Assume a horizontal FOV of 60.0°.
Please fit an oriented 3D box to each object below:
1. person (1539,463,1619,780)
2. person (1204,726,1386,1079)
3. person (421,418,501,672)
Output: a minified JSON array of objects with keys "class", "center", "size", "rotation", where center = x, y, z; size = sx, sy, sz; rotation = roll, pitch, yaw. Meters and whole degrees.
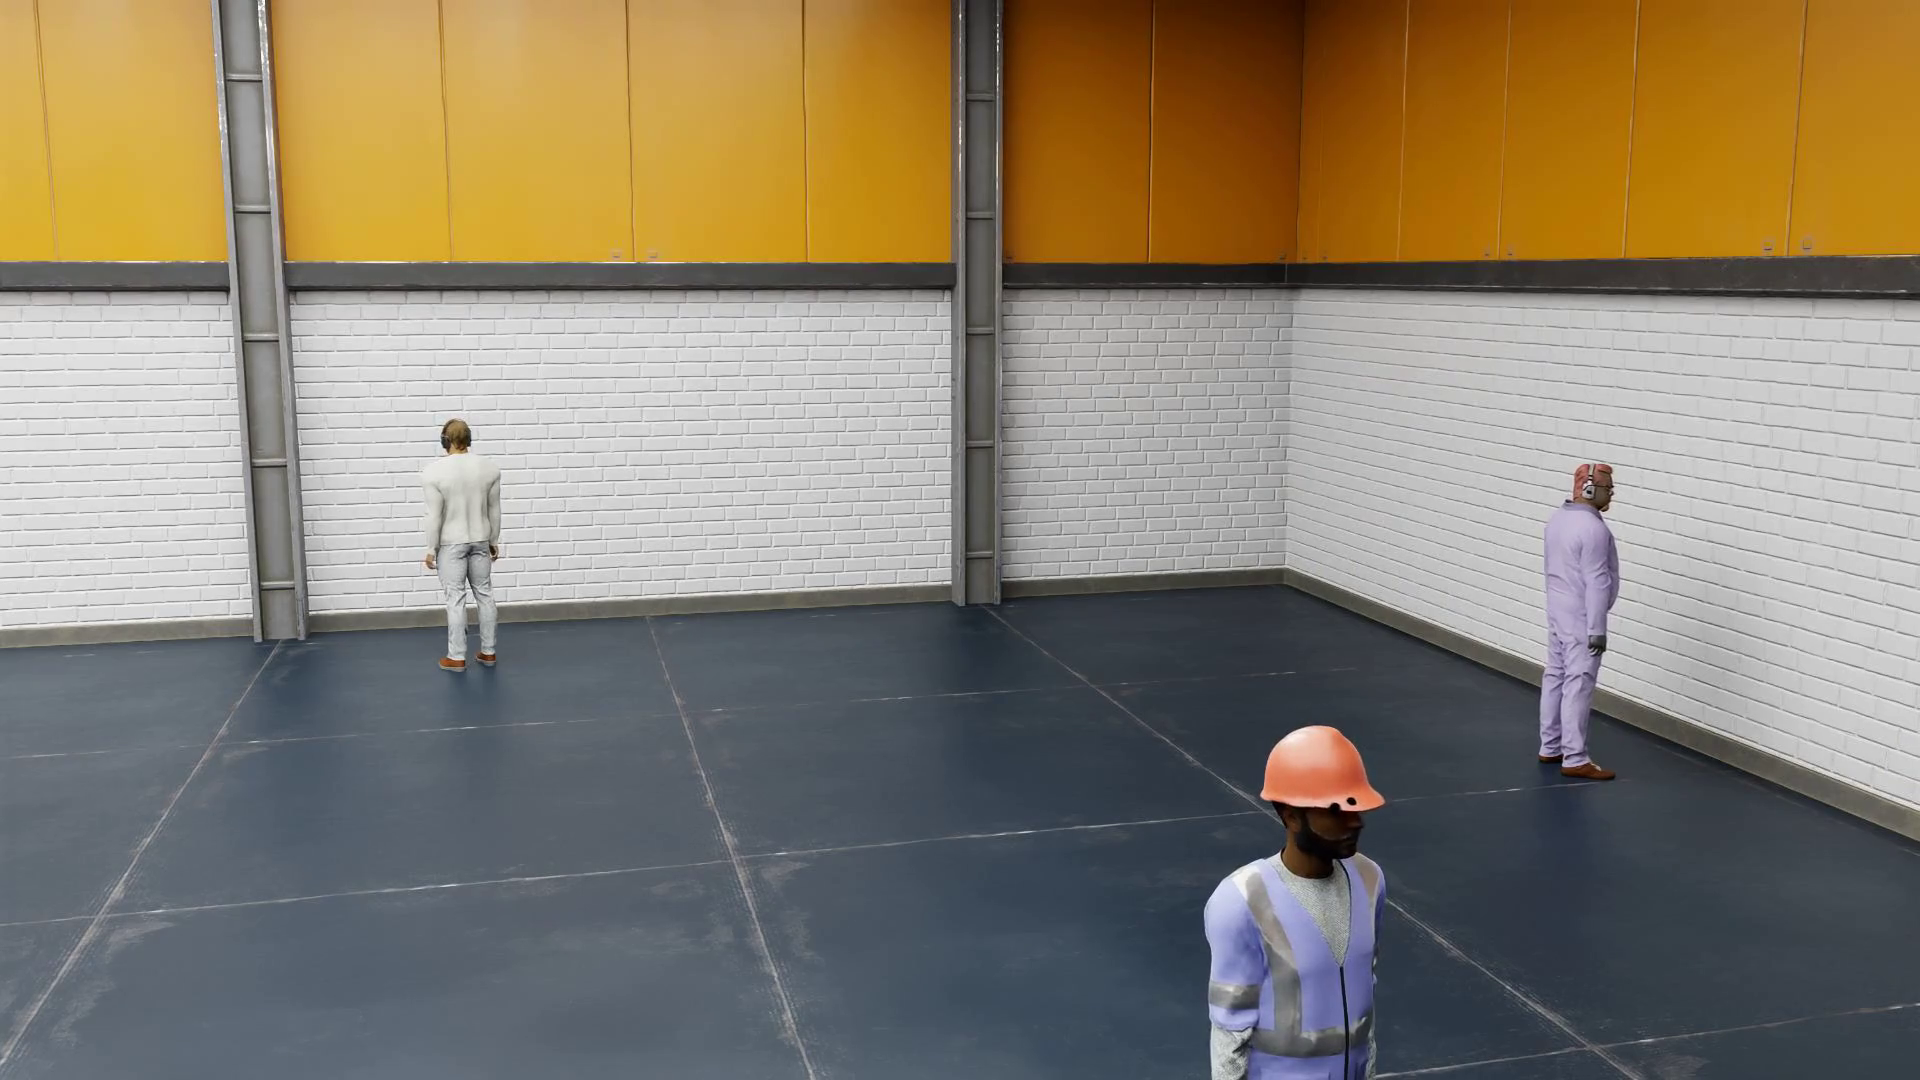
[{"class":"person","center":[3.774,0.479,10.084],"size":[0.399,1.905,0.642],"rotation":[-1,9,-4]},{"class":"person","center":[0.859,1.409,4.157],"size":[0.545,1.942,0.351],"rotation":[-6,11,-34]},{"class":"person","center":[-3.805,0.038,12.725],"size":[0.629,1.940,0.373],"rotation":[-9,12,-43]}]
